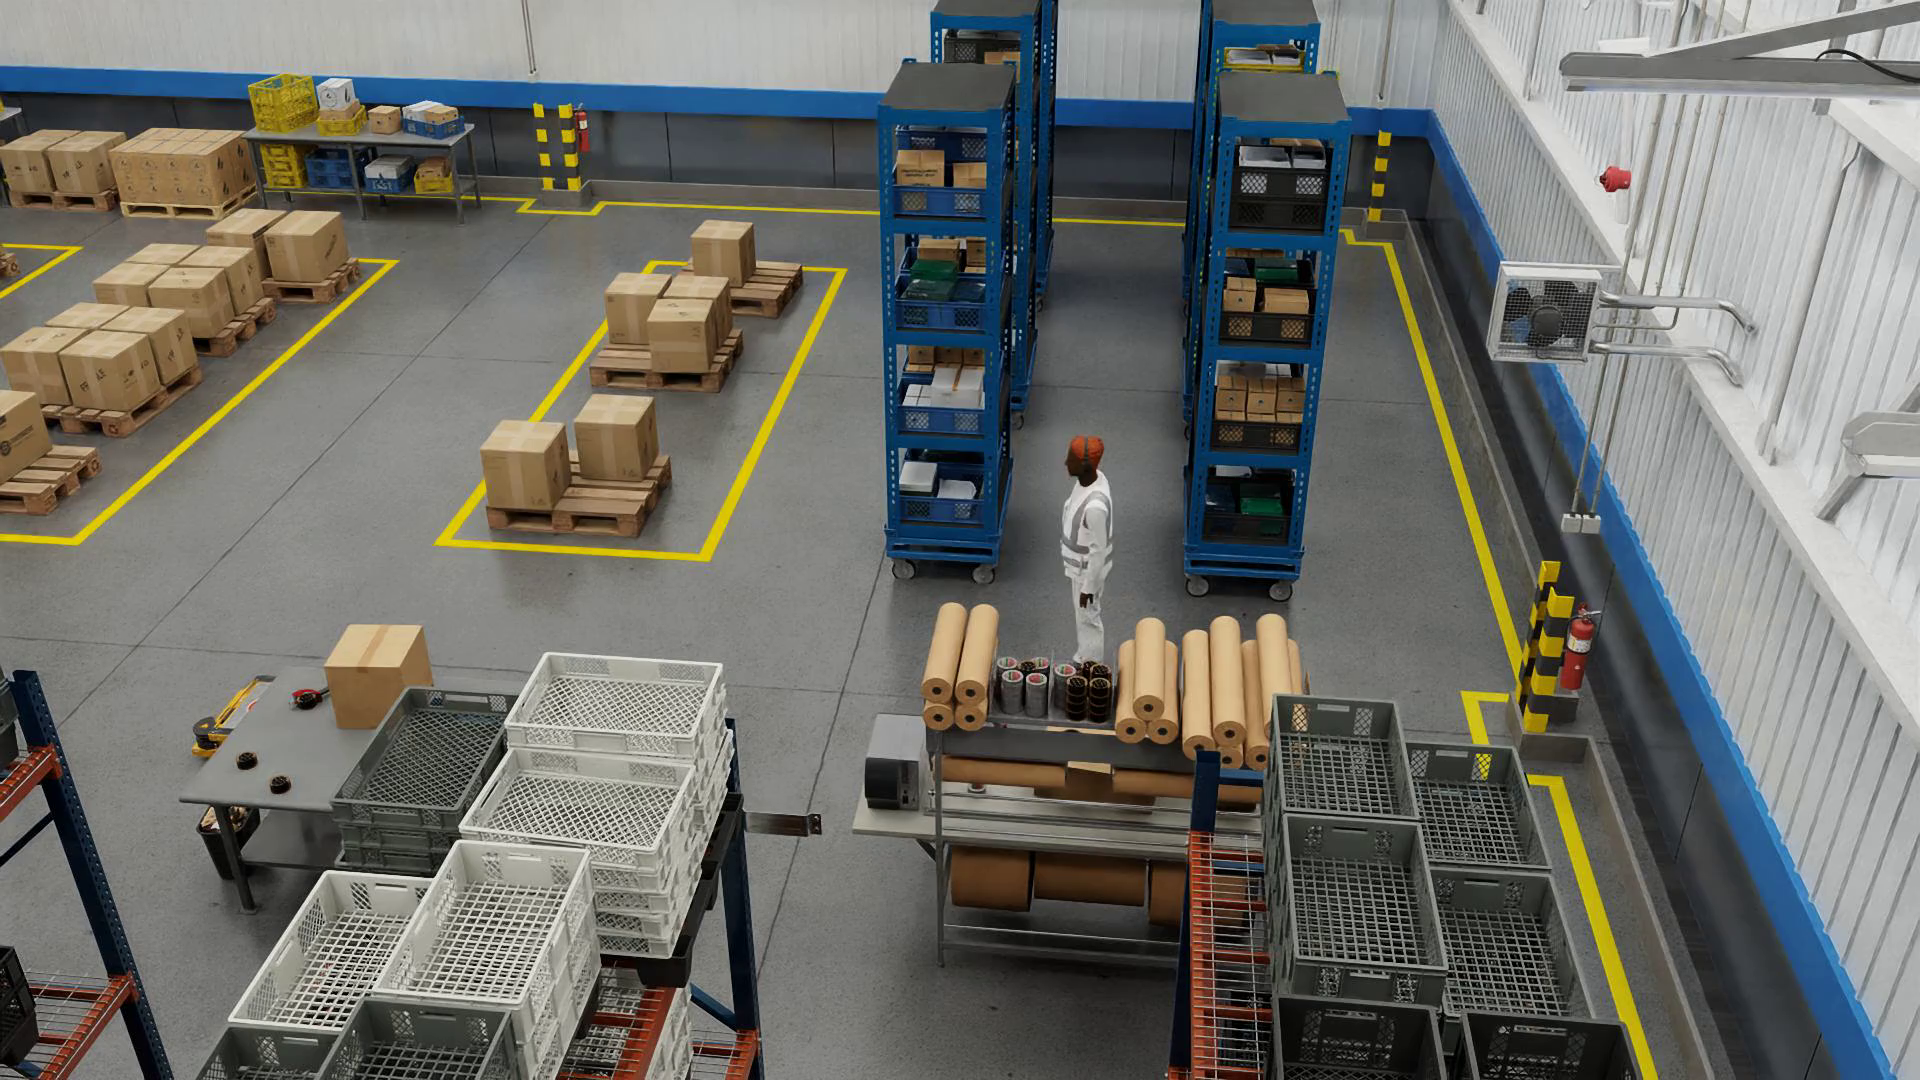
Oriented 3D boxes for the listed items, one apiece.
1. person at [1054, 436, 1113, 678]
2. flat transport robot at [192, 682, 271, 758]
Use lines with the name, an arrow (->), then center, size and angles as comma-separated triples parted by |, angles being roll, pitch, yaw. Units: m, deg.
person -> 0.812, 0.178, 10.765 | 0.338, 1.879, 0.579 | -1, 30, -1
flat transport robot -> -4.089, 1.163, 10.648 | 1.431, 0.197, 0.652 | 3, 30, 6
